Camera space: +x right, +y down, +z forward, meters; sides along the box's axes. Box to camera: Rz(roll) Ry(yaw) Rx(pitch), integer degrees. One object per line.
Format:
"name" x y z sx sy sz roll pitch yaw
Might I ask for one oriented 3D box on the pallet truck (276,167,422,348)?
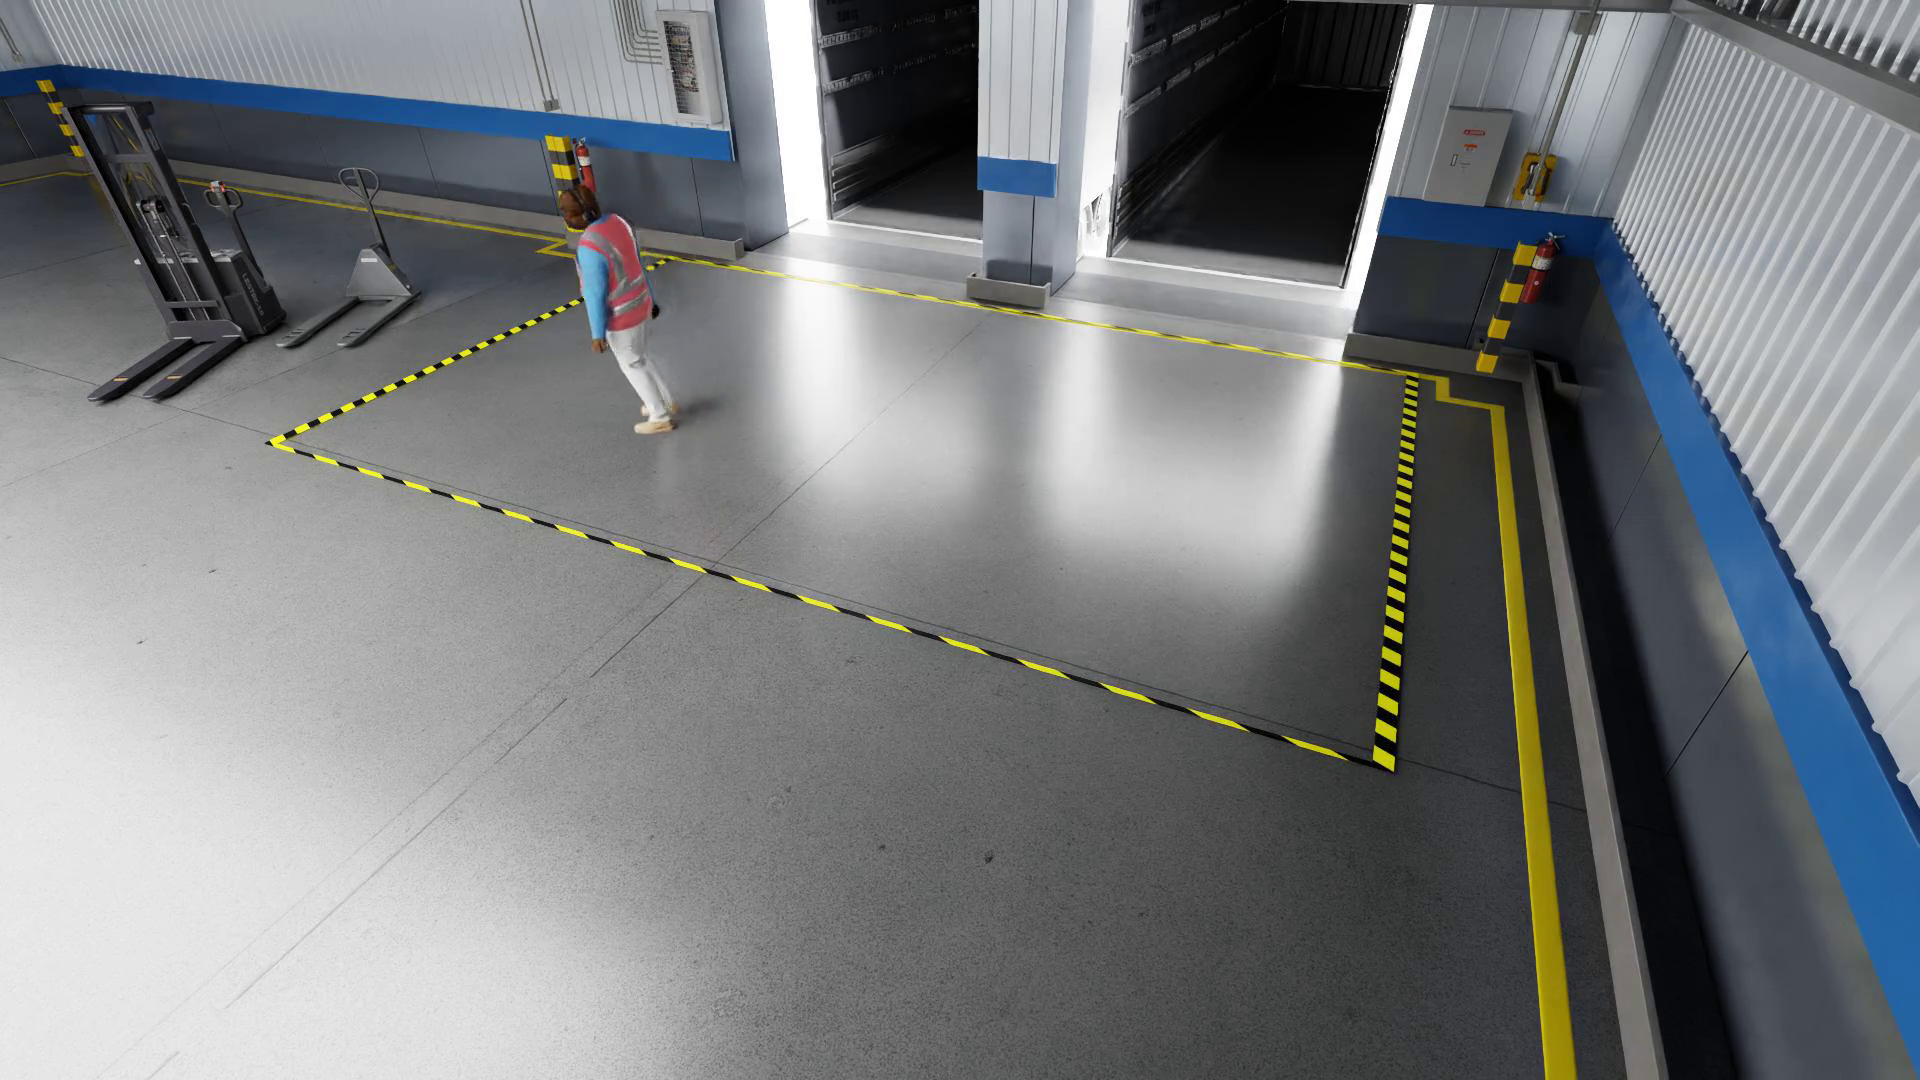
"pallet truck" -5.732 -2.611 8.414 0.680 1.201 1.601 -1 35 -1

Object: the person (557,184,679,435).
"person" -2.376 -1.563 6.422 0.452 1.804 0.652 -1 35 -1

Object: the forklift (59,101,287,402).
"forklift" -6.686 -2.387 7.434 0.823 1.965 1.885 -3 35 -5
